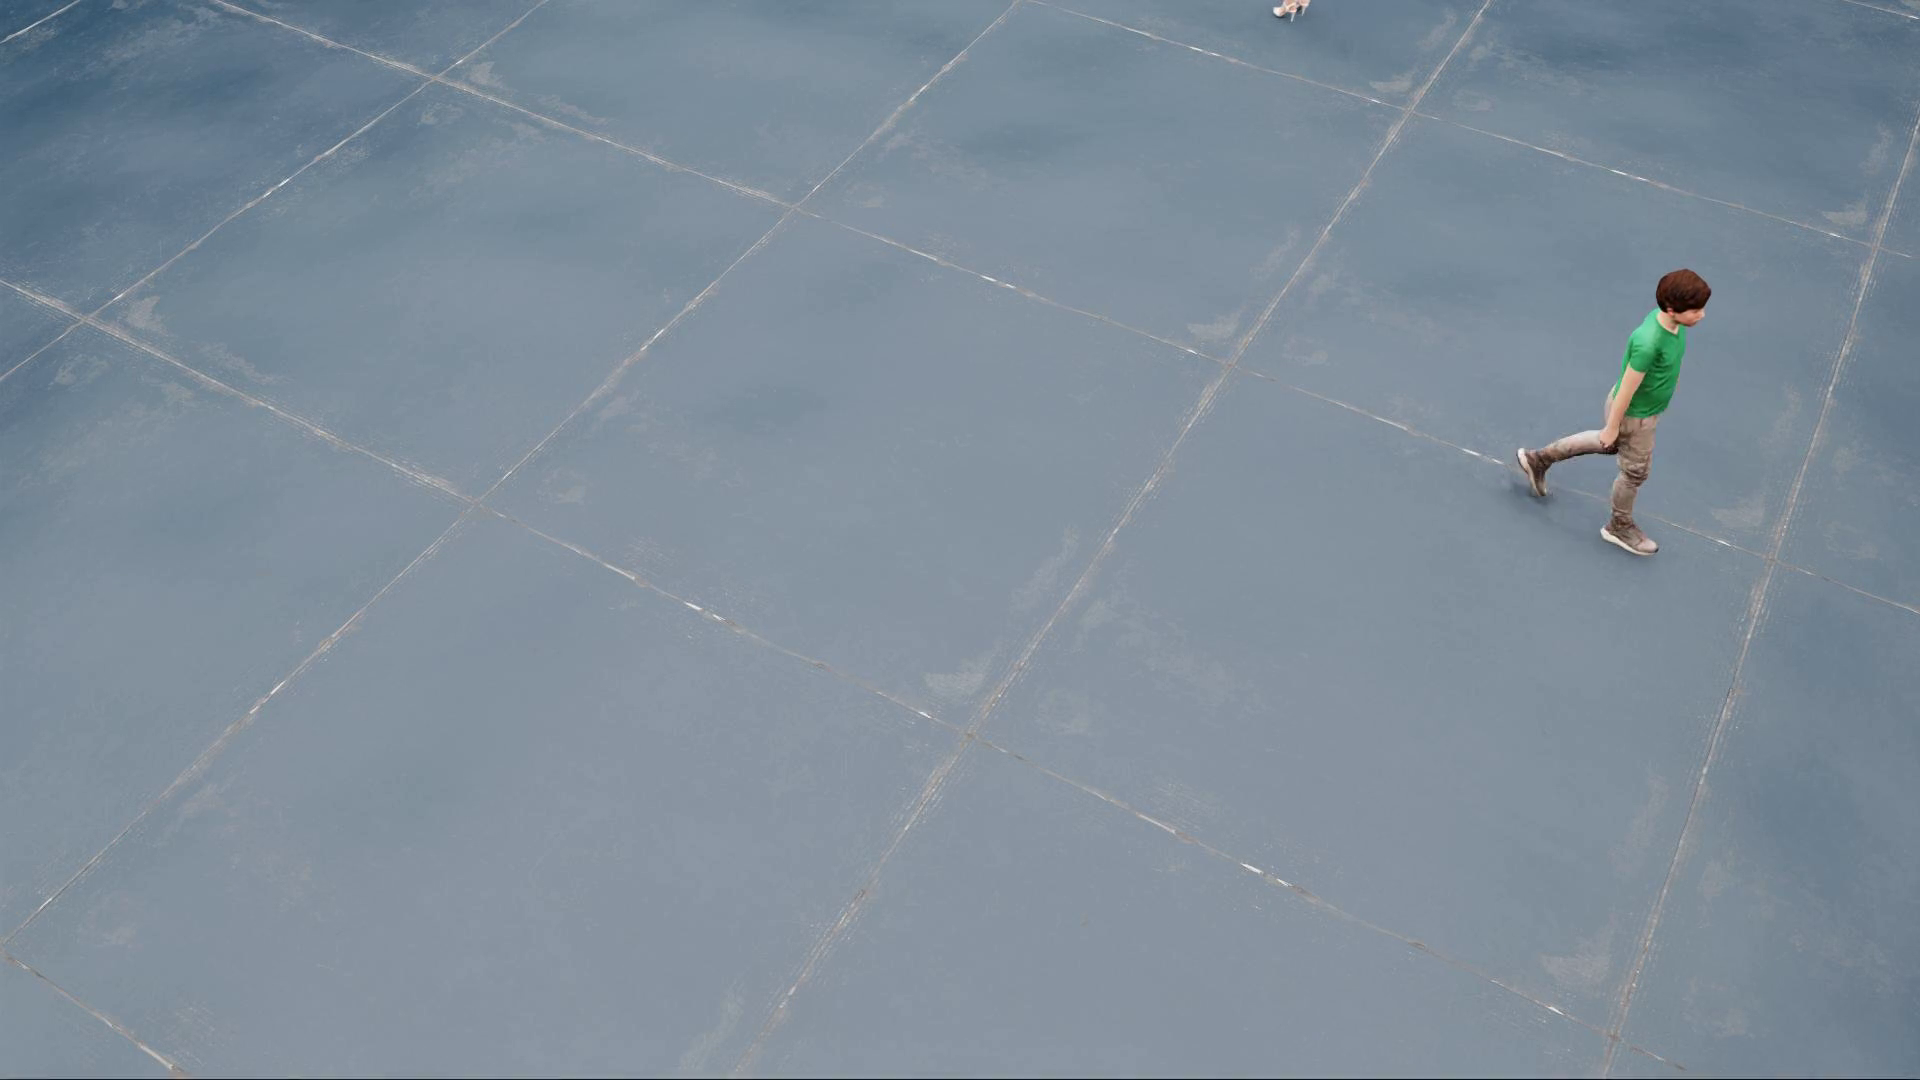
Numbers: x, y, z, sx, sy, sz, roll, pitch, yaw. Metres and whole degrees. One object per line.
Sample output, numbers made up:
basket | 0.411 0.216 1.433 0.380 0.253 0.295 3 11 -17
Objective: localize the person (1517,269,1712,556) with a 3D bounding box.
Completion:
person | 3.201 -0.679 8.089 1.098 1.623 0.703 31 54 25
